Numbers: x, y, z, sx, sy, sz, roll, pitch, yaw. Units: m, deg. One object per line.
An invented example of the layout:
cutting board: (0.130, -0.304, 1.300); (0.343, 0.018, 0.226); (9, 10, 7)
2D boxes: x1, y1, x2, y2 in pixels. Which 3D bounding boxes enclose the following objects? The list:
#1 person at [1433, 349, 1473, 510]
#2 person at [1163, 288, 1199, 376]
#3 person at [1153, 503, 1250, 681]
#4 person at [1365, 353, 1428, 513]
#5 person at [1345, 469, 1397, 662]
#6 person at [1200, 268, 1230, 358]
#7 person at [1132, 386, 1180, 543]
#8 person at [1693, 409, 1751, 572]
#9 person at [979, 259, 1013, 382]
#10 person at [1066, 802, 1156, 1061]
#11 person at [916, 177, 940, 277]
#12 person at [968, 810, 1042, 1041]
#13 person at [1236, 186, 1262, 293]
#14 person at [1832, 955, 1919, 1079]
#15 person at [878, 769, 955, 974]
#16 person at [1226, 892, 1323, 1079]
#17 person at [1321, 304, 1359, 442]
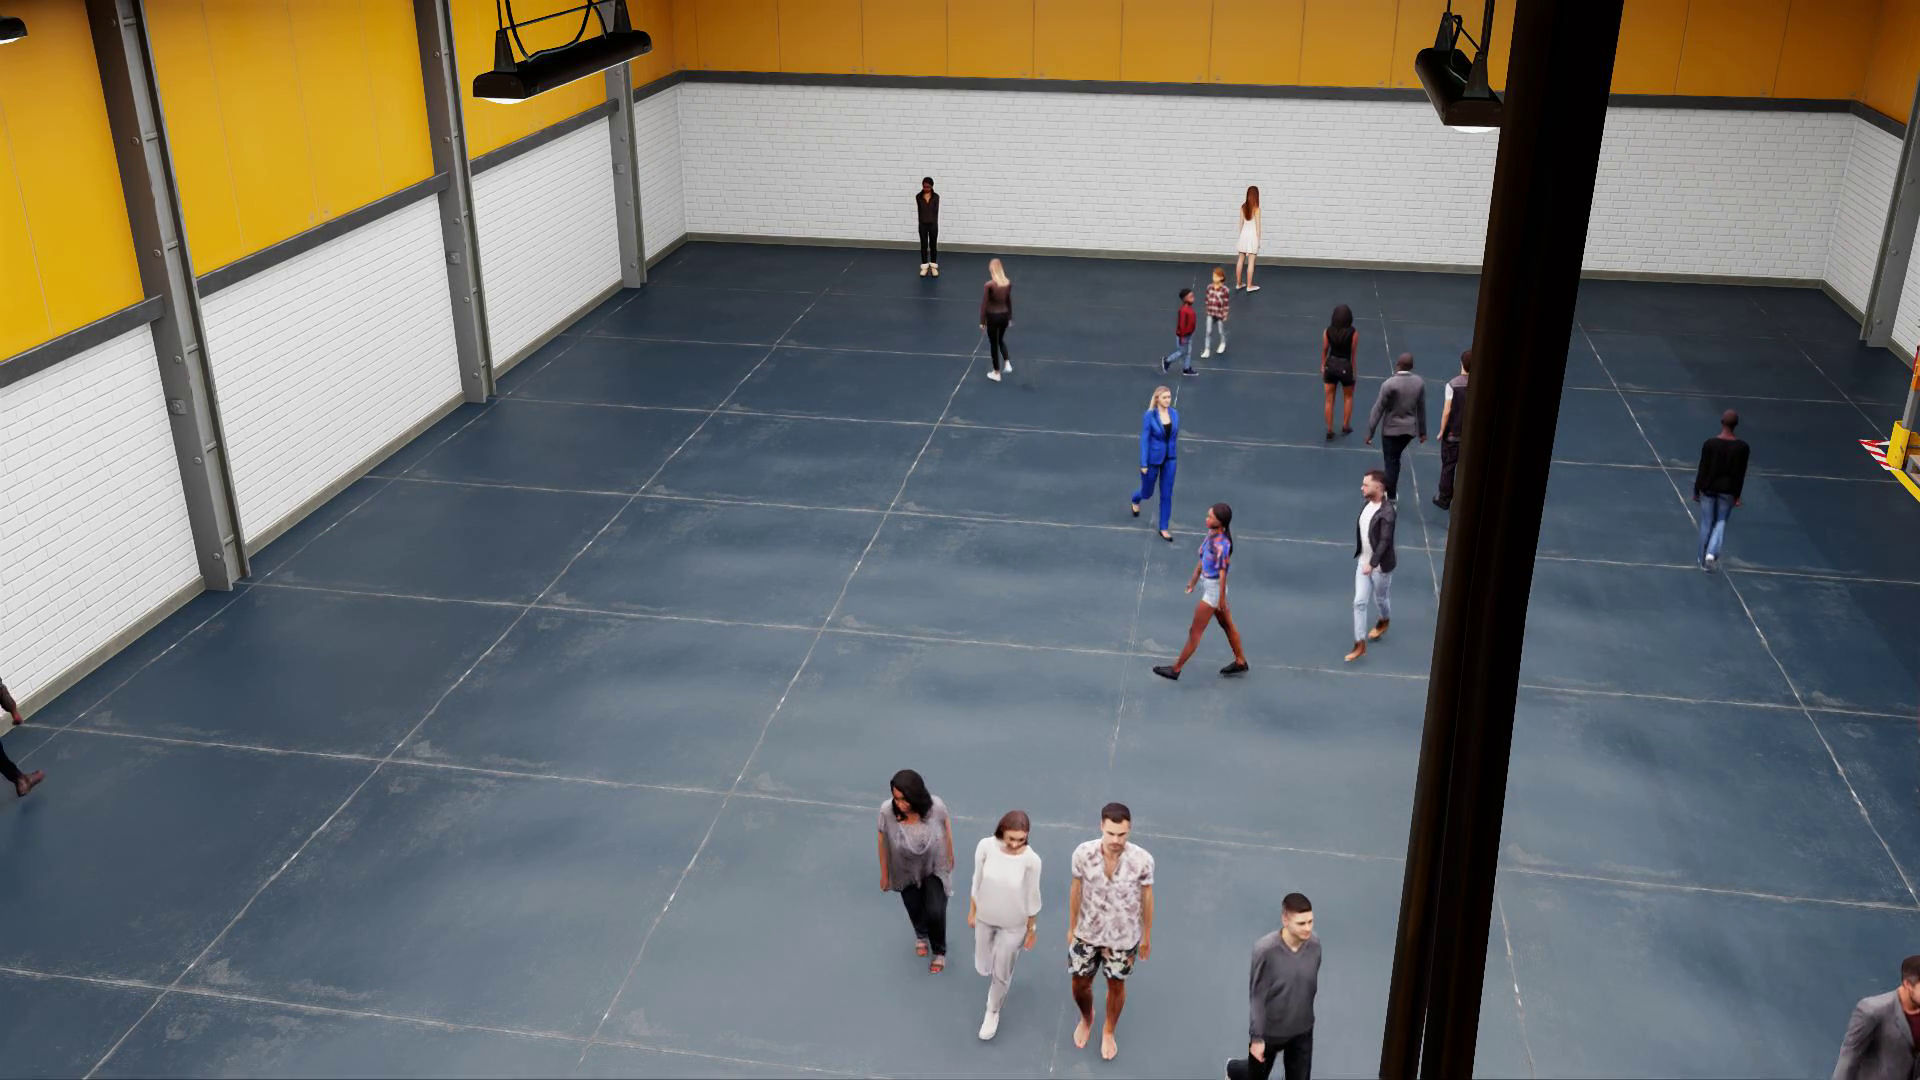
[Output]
person: (5.629, -1.243, 18.665); (0.715, 1.848, 0.670); (-3, 24, -6)
person: (3.082, -2.888, 23.182); (0.716, 1.244, 0.736); (14, 27, 29)
person: (2.366, 0.484, 14.908); (0.847, 1.694, 1.139); (-2, 24, -4)
person: (4.941, -1.163, 18.559); (0.967, 1.786, 0.933); (-8, 25, -19)
person: (3.882, 0.202, 15.427); (1.125, 1.794, 1.040); (-16, 28, -32)
person: (3.751, -3.298, 24.070); (0.743, 1.285, 0.969); (14, 27, 28)
person: (2.102, -0.861, 17.996); (0.931, 1.685, 1.075); (-10, 25, -21)
person: (7.771, -0.470, 17.033); (0.674, 1.740, 0.799); (9, 25, 19)
person: (0.559, -3.002, 22.885); (0.746, 1.692, 0.814); (-18, 30, -36)
person: (0.931, 2.382, 10.426); (0.675, 1.806, 0.606); (4, 24, 10)
person: (-0.545, -5.361, 28.319); (0.621, 1.661, 0.685); (1, 24, 1)
person: (0.297, 2.377, 10.619); (0.709, 1.660, 0.824); (9, 25, 20)
person: (4.757, -4.972, 27.366); (0.694, 1.711, 0.647); (-20, 30, -38)
person: (4.945, 2.954, 9.060); (0.858, 1.851, 0.921); (-9, 25, -20)
person: (-0.242, 2.155, 11.248); (0.683, 1.563, 0.753); (-2, 24, -4)
person: (1.812, 2.773, 9.620); (0.933, 1.735, 1.169); (-7, 25, -15)
person: (4.685, -2.053, 20.667); (0.731, 1.729, 0.817); (11, 26, 24)
